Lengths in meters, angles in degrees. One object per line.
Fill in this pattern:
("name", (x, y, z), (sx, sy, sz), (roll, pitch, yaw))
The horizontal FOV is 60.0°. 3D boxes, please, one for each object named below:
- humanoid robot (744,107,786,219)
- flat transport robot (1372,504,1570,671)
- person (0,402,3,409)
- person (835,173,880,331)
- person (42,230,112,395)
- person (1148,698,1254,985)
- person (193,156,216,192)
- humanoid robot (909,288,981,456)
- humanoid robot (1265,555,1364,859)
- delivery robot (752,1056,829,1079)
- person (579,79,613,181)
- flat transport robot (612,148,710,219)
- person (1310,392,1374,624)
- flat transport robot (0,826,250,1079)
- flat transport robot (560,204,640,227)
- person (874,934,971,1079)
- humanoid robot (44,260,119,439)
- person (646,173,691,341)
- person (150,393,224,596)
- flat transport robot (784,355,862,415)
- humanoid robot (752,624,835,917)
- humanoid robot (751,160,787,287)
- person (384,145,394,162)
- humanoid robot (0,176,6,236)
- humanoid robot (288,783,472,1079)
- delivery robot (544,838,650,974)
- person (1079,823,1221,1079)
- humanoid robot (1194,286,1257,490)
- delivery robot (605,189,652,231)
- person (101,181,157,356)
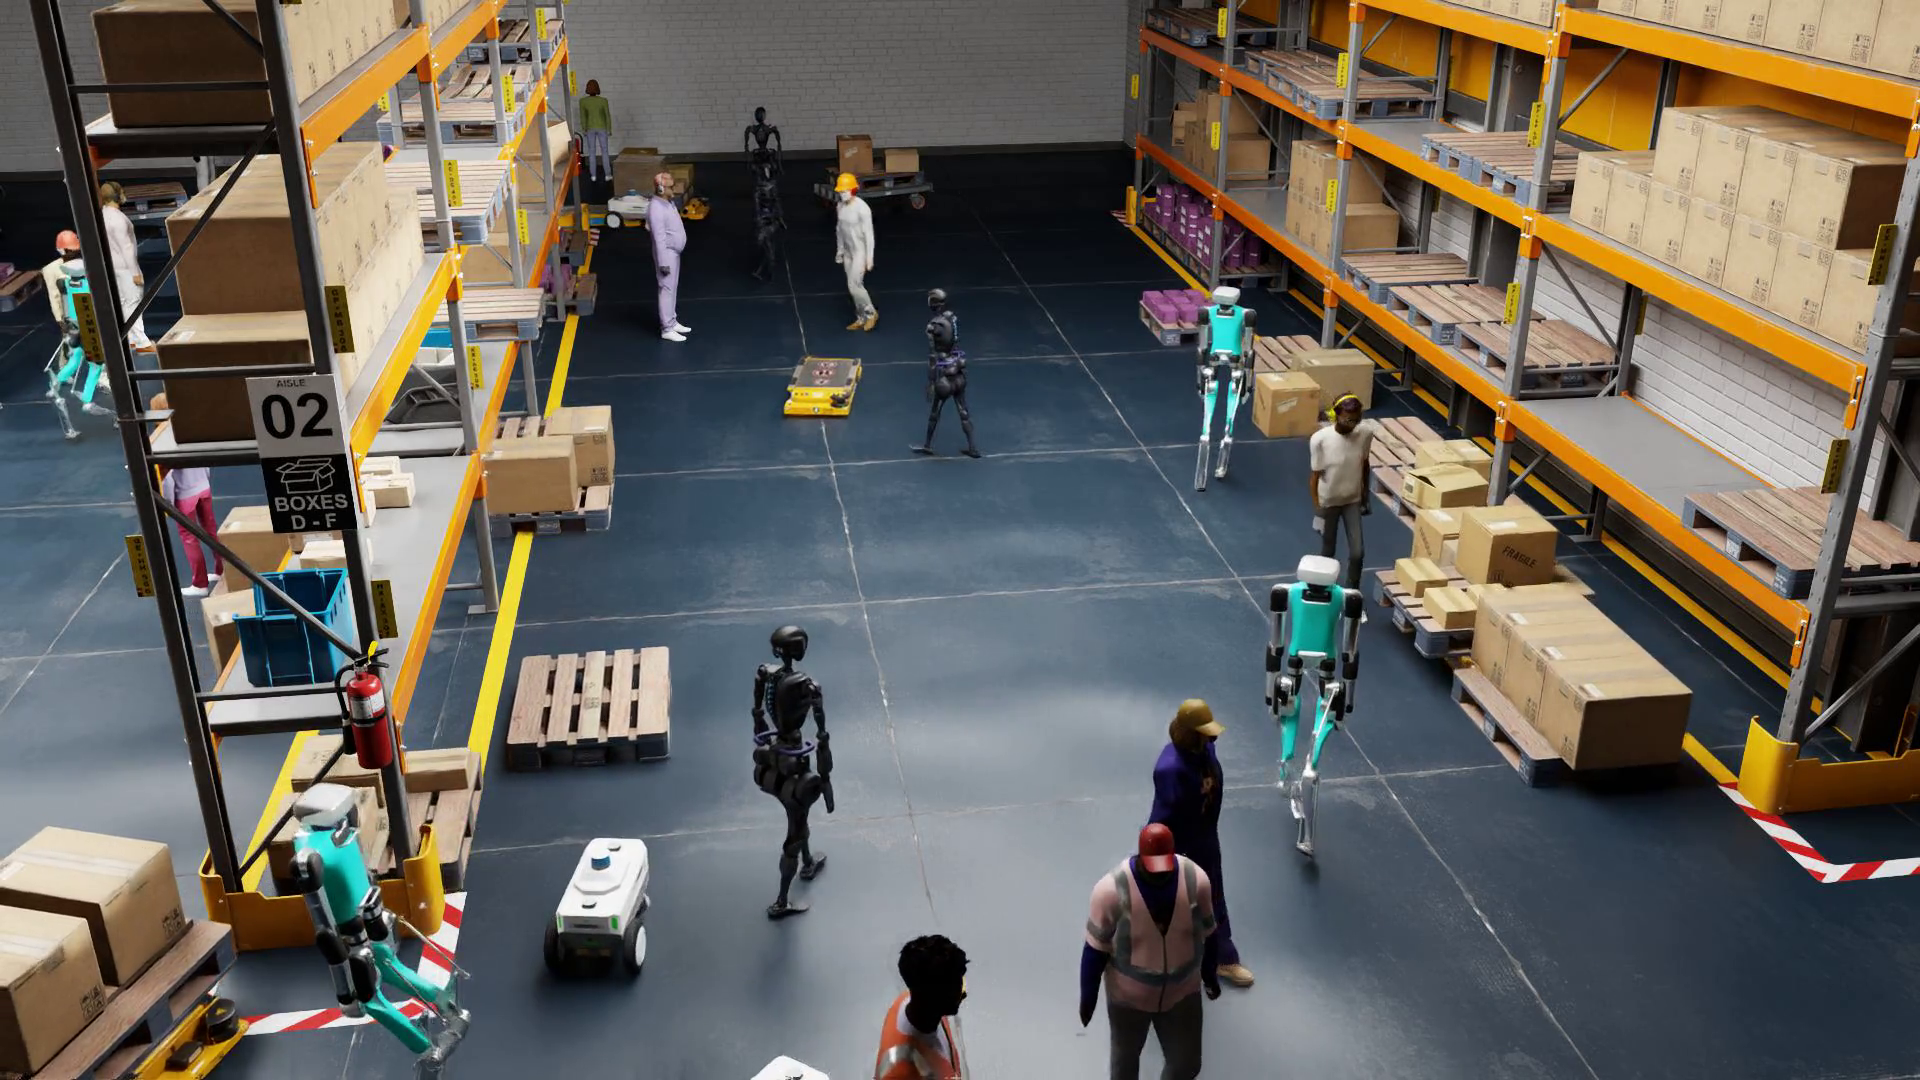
("humanoid robot", (-2.891, -5.625, 24.755), (0.602, 1.631, 0.444), (1, 24, 1))
("flat transport robot", (3.760, 0.732, 12.011), (0.659, 0.231, 1.431), (-3, 24, -8))
("person", (-10.067, -2.242, 16.695), (0.489, 1.953, 0.421), (-16, 28, -31))
("person", (-1.239, -3.324, 19.259), (0.461, 1.868, 0.612), (-17, 29, -34))
("person", (-9.200, -2.379, 17.288), (0.770, 1.718, 0.556), (16, 28, 32))
("person", (1.149, 1.511, 8.600), (0.474, 1.575, 0.862), (-21, 31, -40))
("person", (-11.522, -5.947, 25.291), (0.429, 1.831, 0.633), (-1, 24, -1))
("humanoid robot", (-0.143, -1.561, 15.505), (0.689, 1.623, 0.598), (11, 26, 23))
("humanoid robot", (1.985, 1.047, 9.536), (0.533, 1.775, 1.035), (6, 24, 12))
("delivery robot", (-0.888, 2.644, 7.307), (0.499, 0.602, 0.806), (14, 27, 29))
("person", (-5.958, -6.716, 27.277), (0.497, 1.633, 0.287), (-1, 24, -2))
("flat transport robot", (-4.527, -4.991, 25.047), (1.431, 0.231, 0.659), (0, 24, 1))
("person", (2.821, -0.236, 12.273), (0.568, 1.831, 0.592), (-3, 24, -7))
("flat transport robot", (-4.309, 2.436, 8.127), (1.431, 0.231, 0.659), (5, 24, 12))
("flat transport robot", (-5.446, -4.761, 24.524), (1.431, 0.231, 0.659), (-4, 24, -8))
("person", (-0.043, 2.319, 6.335), (0.989, 1.914, 0.623), (1, 24, 3))
("humanoid robot", (-8.418, -1.741, 15.825), (0.554, 1.748, 0.980), (7, 25, 16))
("person", (-3.326, -3.246, 19.037), (0.413, 1.907, 0.649), (0, 24, 1))
("person", (-5.938, -0.350, 12.788), (0.284, 1.628, 0.500), (7, 25, 14))
("flat transport robot", (-1.416, -1.618, 17.364), (0.659, 0.231, 1.431), (1, 24, 2))
("humanoid robot", (-0.916, 1.230, 9.135), (0.590, 1.634, 0.607), (17, 29, 34))
("humanoid robot", (-2.511, -4.033, 21.146), (0.537, 1.637, 0.604), (12, 27, 26))
("person", (-7.733, -5.028, 23.220), (0.525, 1.815, 0.678), (-7, 25, -16))
("humanoid robot", (-13.755, -4.985, 23.292), (0.612, 1.646, 0.363), (-13, 27, -27))
("humanoid robot", (-2.525, 1.930, 7.516), (0.720, 1.830, 0.531), (0, 24, 1))
("delivery robot", (-1.908, 1.950, 8.897), (0.499, 0.609, 0.780), (1, 24, 3))
("person", (0.844, 1.992, 7.314), (0.657, 1.734, 0.529), (-3, 24, -6))
("humanoid robot", (2.312, -1.272, 14.891), (0.547, 1.899, 0.752), (8, 25, 18))
("delivery robot", (-4.786, -4.809, 24.300), (0.811, 0.613, 0.499), (4, 24, 10))
("person", (-9.257, -3.020, 18.482), (0.364, 1.938, 0.635), (-20, 31, -38))
